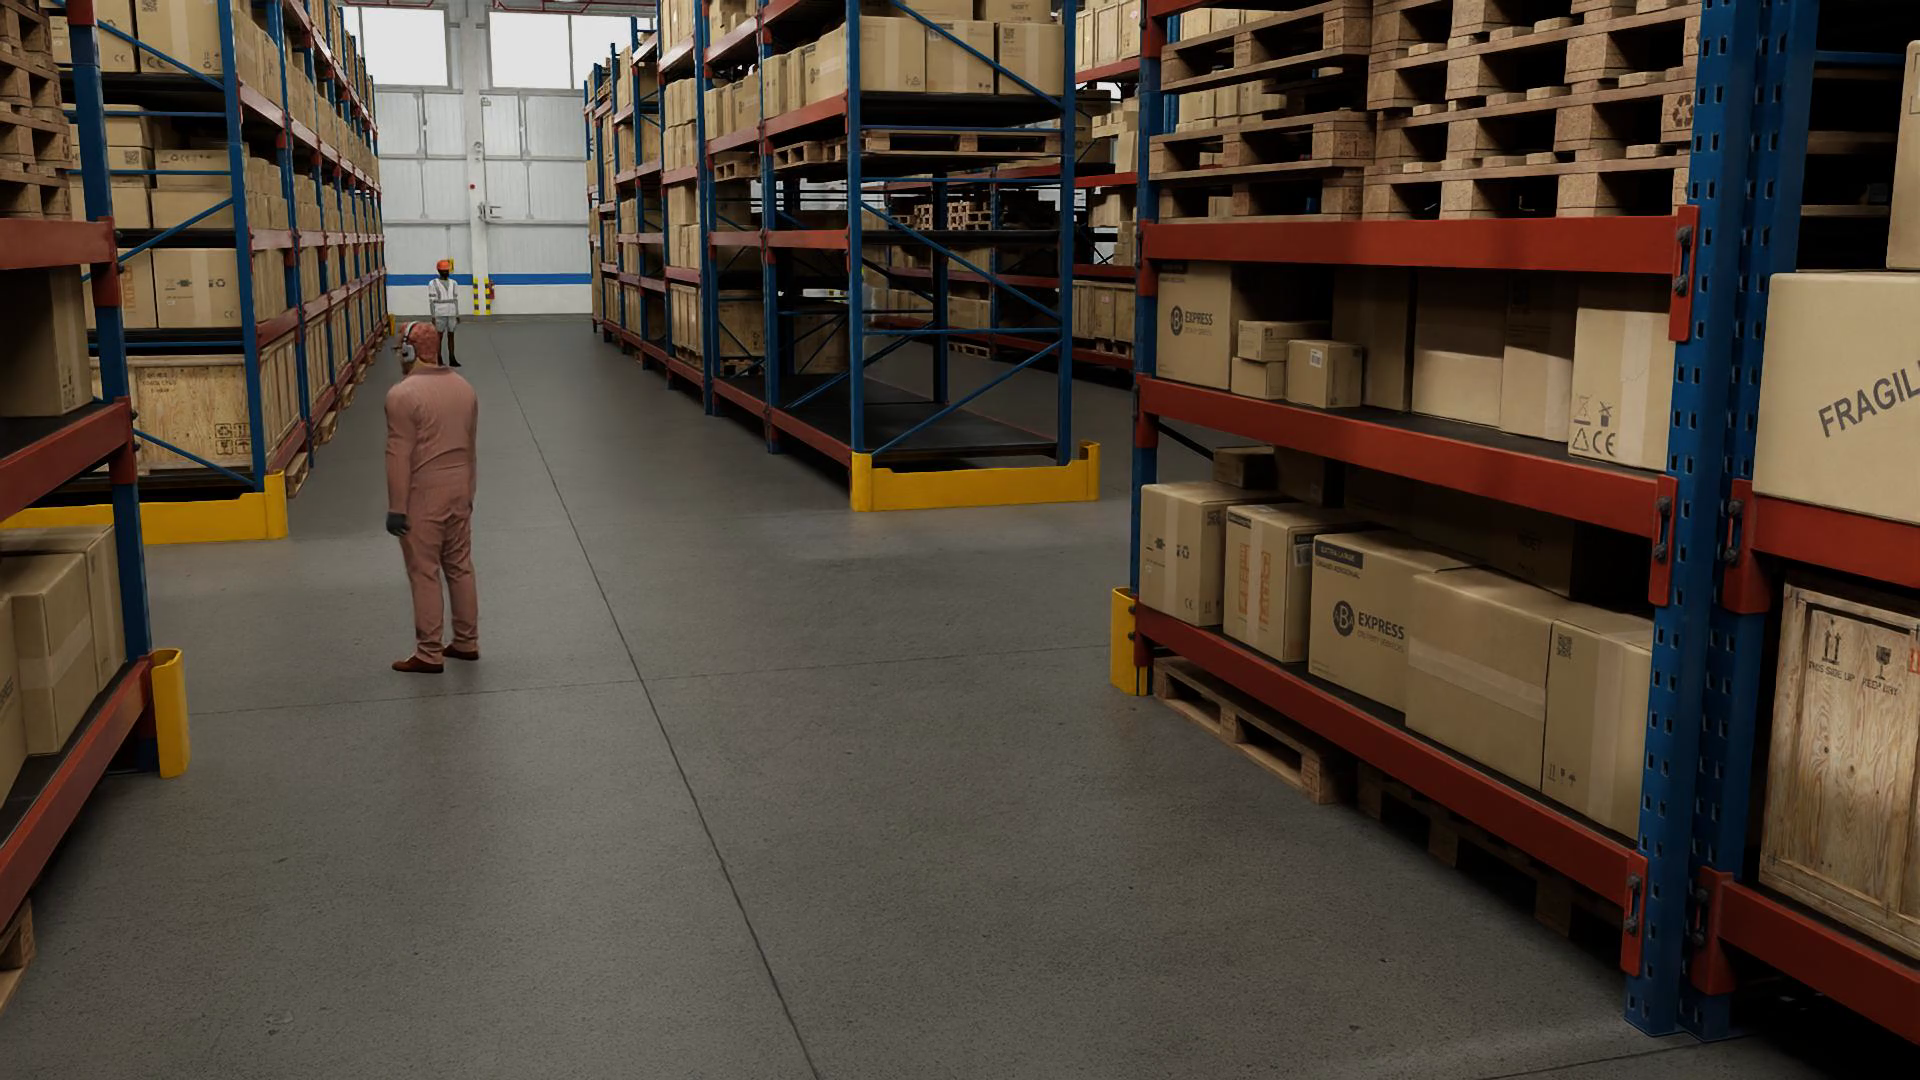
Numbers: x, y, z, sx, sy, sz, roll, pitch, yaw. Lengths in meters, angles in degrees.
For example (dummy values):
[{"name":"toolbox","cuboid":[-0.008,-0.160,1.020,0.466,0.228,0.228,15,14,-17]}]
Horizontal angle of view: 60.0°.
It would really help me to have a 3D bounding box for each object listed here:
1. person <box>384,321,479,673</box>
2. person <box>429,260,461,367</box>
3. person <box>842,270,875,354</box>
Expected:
[{"name":"person","cuboid":[-2.890,-0.233,9.050,0.399,1.900,0.643,4,11,21]},{"name":"person","cuboid":[-9.291,-4.083,30.045,0.551,1.935,0.362,-10,14,-43]},{"name":"person","cuboid":[-1.818,-3.967,29.811,0.593,1.797,0.902,-4,11,-20]}]
